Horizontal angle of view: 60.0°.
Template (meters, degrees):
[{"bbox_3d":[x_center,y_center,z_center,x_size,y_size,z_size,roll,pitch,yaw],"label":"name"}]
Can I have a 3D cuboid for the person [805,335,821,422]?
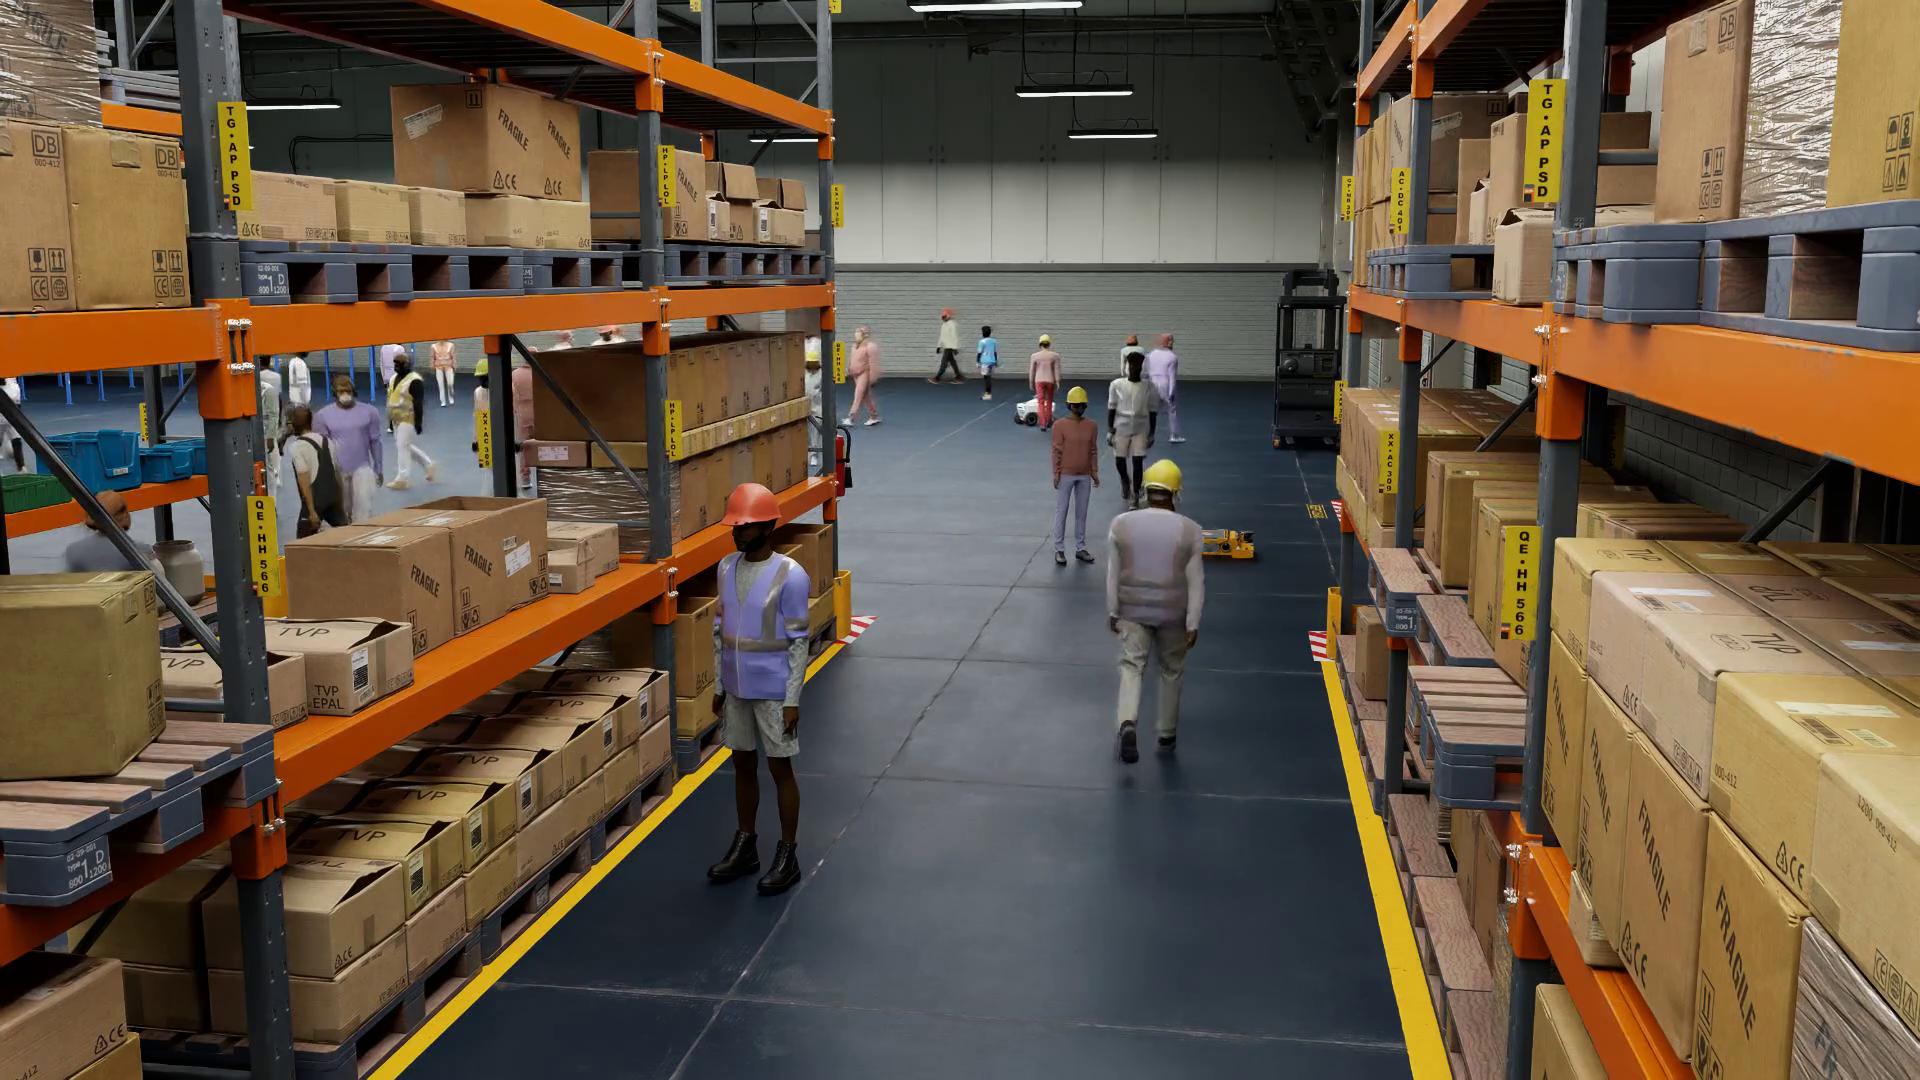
[{"bbox_3d":[-2.937,-3.243,32.166,0.618,1.927,0.634,9,13,43],"label":"person"}]

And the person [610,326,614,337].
[{"bbox_3d":[-6.803,-3.192,31.991,0.592,1.882,0.685,7,11,36],"label":"person"}]

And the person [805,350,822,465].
[{"bbox_3d":[-2.221,-1.988,24.995,0.513,1.728,0.340,1,9,6],"label":"person"}]

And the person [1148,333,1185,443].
[{"bbox_3d":[3.418,-2.558,28.100,0.919,1.877,0.636,-8,12,-42],"label":"person"}]

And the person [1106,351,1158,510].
[{"bbox_3d":[2.119,-1.362,20.492,0.632,1.947,0.584,1,9,8],"label":"person"}]

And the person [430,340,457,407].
[{"bbox_3d":[-11.132,-3.690,35.825,0.548,1.625,0.371,-2,9,-12],"label":"person"}]

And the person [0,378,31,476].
[{"bbox_3d":[-13.329,-1.650,23.192,0.888,1.643,0.547,7,12,37],"label":"person"}]

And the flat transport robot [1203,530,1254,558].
[{"bbox_3d":[2.319,0.022,17.257,1.431,0.197,0.652,1,9,9],"label":"flat transport robot"}]

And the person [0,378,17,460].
[{"bbox_3d":[-14.911,-2.174,25.840,0.429,1.845,0.621,4,10,25],"label":"person"}]

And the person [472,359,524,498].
[{"bbox_3d":[-5.659,-1.274,20.239,0.595,1.869,1.008,6,11,32],"label":"person"}]

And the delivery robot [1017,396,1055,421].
[{"bbox_3d":[1.450,-2.504,31.672,0.707,0.478,0.477,-5,10,-27],"label":"delivery robot"}]

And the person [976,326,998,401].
[{"bbox_3d":[0.571,-4.003,37.609,0.589,1.676,0.564,9,13,43],"label":"person"}]

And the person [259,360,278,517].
[{"bbox_3d":[-8.355,-1.232,19.694,0.605,1.951,0.380,3,10,16],"label":"person"}]

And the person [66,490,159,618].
[{"bbox_3d":[-5.069,0.518,9.911,0.510,1.618,0.602,-1,9,-5],"label":"person"}]

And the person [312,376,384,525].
[{"bbox_3d":[-5.970,-0.648,16.256,0.662,1.888,0.995,-4,10,-22],"label":"person"}]

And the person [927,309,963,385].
[{"bbox_3d":[-0.362,-4.953,42.697,1.051,1.936,0.631,-4,10,-23],"label":"person"}]

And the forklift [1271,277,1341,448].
[{"bbox_3d":[5.847,-3.016,27.970,1.129,2.768,1.873,1,9,9],"label":"forklift"}]

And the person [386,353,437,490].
[{"bbox_3d":[-7.453,-1.625,22.505,0.632,1.821,0.778,8,12,42],"label":"person"}]

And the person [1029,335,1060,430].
[{"bbox_3d":[1.543,-2.906,30.632,0.553,1.736,0.739,-1,9,-4],"label":"person"}]

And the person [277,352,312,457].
[{"bbox_3d":[-10.291,-2.195,25.760,0.727,1.918,0.548,-6,11,-32],"label":"person"}]

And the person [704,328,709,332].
[{"bbox_3d":[-5.775,-4.157,38.827,0.840,1.603,0.525,-9,13,-43],"label":"person"}]

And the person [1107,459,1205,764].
[{"bbox_3d":[1.156,0.426,9.891,0.594,1.812,0.758,2,9,13],"label":"person"}]

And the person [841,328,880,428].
[{"bbox_3d":[-1.867,-3.049,31.248,0.987,1.854,0.729,-6,11,-33],"label":"person"}]

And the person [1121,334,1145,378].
[{"bbox_3d":[3.597,-3.498,34.684,0.508,1.612,0.689,3,10,17],"label":"person"}]

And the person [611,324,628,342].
[{"bbox_3d":[-7.065,-3.540,34.071,0.552,1.914,0.824,-1,9,-6],"label":"person"}]

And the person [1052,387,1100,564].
[{"bbox_3d":[1.162,-0.655,16.700,0.524,1.770,0.315,-4,10,-25],"label":"person"}]

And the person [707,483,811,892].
[{"bbox_3d":[-0.963,0.691,7.873,0.544,1.939,0.354,6,11,32],"label":"person"}]

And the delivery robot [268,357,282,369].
[{"bbox_3d":[-19.795,-5.084,47.585,0.707,0.478,0.477,1,9,9],"label":"delivery robot"}]

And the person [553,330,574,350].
[{"bbox_3d":[-6.784,-2.742,29.219,0.680,1.873,0.862,8,12,42],"label":"person"}]

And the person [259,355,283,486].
[{"bbox_3d":[-9.445,-1.659,22.610,0.417,1.852,0.560,6,11,31],"label":"person"}]

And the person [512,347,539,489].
[{"bbox_3d":[-5.700,-1.632,22.296,0.647,1.908,0.409,1,9,8],"label":"person"}]

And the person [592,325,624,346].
[{"bbox_3d":[-6.596,-3.148,31.387,0.667,2.000,0.816,-3,10,-17],"label":"person"}]

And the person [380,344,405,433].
[{"bbox_3d":[-10.171,-2.886,29.981,0.587,1.922,0.383,5,11,31],"label":"person"}]

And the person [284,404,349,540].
[{"bbox_3d":[-5.486,-0.293,14.478,1.039,1.782,0.564,4,10,24],"label":"person"}]
